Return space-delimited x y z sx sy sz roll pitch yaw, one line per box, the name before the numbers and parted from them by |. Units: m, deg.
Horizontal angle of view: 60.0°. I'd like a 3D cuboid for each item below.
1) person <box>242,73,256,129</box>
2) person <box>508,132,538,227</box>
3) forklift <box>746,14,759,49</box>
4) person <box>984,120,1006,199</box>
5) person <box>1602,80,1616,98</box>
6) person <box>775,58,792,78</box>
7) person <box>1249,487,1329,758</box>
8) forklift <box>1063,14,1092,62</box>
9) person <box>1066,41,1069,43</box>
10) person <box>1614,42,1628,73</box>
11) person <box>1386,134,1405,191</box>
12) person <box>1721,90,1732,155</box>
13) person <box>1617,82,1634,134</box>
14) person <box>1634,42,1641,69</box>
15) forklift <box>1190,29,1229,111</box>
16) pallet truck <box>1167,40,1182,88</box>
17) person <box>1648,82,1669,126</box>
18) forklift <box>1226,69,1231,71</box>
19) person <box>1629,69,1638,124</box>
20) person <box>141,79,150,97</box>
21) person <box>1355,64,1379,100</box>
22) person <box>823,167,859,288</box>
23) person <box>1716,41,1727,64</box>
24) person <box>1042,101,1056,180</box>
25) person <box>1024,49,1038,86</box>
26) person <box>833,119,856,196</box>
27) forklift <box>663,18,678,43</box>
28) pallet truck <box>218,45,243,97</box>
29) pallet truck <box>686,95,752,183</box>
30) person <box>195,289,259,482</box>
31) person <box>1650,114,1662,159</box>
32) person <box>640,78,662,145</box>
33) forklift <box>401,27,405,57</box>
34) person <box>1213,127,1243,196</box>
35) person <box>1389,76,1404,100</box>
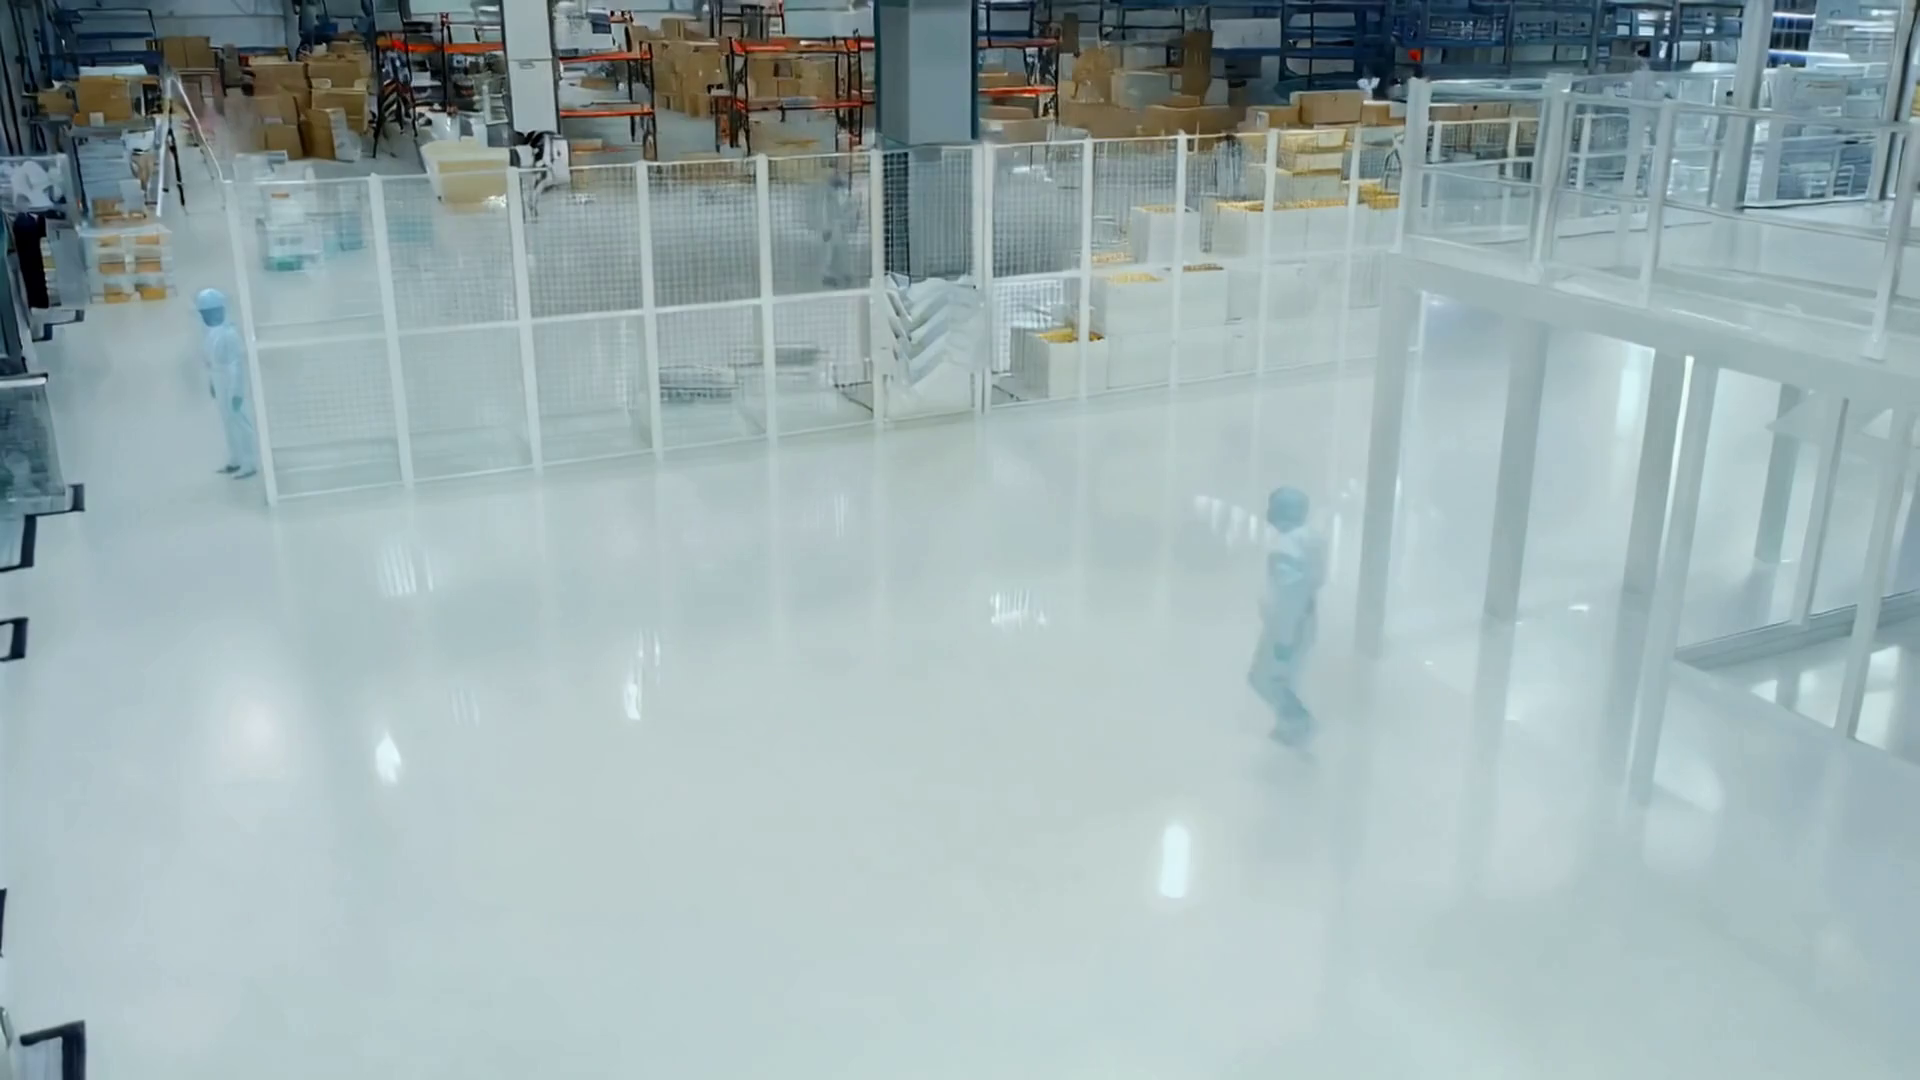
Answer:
person | -21.432 -13.110 50.157 0.522 1.895 0.628 -1 19 -3
person | -8.644 -7.118 32.873 0.429 1.841 0.634 16 25 39
forklift | -9.717 -23.340 78.329 1.873 2.768 1.129 -9 21 -25
person | 0.752 -8.416 36.791 0.482 1.729 0.503 -7 20 -19
person | 18.805 -12.524 48.376 0.369 1.959 0.597 -1 19 -3
person | -6.617 -17.328 62.431 0.630 1.889 1.075 -6 20 -16
person | 2.118 0.551 10.669 0.512 1.832 0.637 10 22 27
forklift | 5.215 -23.304 78.225 1.873 2.768 1.129 -9 21 -25
person | 5.091 -22.723 78.463 0.524 1.605 0.814 9 21 25
person | 29.927 -21.721 74.943 0.611 2.022 0.730 -17 26 -41
person | 8.339 -6.736 31.637 0.542 1.927 0.380 -9 21 -23
person | 19.346 -10.349 42.002 0.381 1.997 0.611 12 22 31
person | 19.982 -12.926 50.005 0.546 1.673 0.753 8 21 22
person | 31.818 -22.817 78.300 0.968 1.903 0.639 -3 19 -9
forklift | 8.494 -16.577 58.725 1.873 2.768 1.129 -9 21 -25
pallet truck | 9.045 -19.971 69.895 0.823 1.965 1.885 -3 19 -8
person | 20.179 -12.331 48.106 0.551 1.751 0.361 4 19 10
forklift | 12.319 -24.459 81.572 1.873 2.768 1.129 -9 21 -25
person | 22.133 -14.575 54.621 0.349 1.758 0.524 6 20 18
person | -25.075 -13.433 51.499 0.519 1.633 0.312 9 21 25
person | 12.866 -14.099 52.810 0.713 2.000 0.861 -1 19 -2
person | -1.853 -4.995 26.621 0.870 1.910 0.605 5 20 15
person | 33.015 -20.757 72.385 0.860 1.862 0.703 0 19 -1
person | 2.156 -9.613 40.074 0.333 1.864 0.515 1 19 2
person | 3.055 -20.404 71.271 0.599 1.916 0.377 0 19 0
person | -2.589 -8.598 37.396 0.533 1.691 0.321 4 19 12
forklift | -12.438 -21.076 71.764 1.873 2.768 1.129 -9 21 -25
pallet truck | -28.879 -18.665 66.111 0.823 1.965 1.885 -3 19 -9
pallet truck | -5.836 -9.608 39.856 0.823 1.965 1.885 10 22 27
person | -7.321 -1.545 16.586 0.585 1.929 0.370 16 25 38
person | 15.333 -8.436 36.583 0.556 1.923 0.446 -10 22 -27
person | -9.010 -12.490 48.378 0.598 1.892 0.953 -12 22 -31
forklift | -20.650 -17.285 60.777 1.129 2.768 1.873 -17 26 -41
person | 5.283 -7.144 32.802 0.630 1.940 0.372 12 22 32
person | 13.151 -13.016 50.007 0.542 1.820 0.965 -16 25 -39
